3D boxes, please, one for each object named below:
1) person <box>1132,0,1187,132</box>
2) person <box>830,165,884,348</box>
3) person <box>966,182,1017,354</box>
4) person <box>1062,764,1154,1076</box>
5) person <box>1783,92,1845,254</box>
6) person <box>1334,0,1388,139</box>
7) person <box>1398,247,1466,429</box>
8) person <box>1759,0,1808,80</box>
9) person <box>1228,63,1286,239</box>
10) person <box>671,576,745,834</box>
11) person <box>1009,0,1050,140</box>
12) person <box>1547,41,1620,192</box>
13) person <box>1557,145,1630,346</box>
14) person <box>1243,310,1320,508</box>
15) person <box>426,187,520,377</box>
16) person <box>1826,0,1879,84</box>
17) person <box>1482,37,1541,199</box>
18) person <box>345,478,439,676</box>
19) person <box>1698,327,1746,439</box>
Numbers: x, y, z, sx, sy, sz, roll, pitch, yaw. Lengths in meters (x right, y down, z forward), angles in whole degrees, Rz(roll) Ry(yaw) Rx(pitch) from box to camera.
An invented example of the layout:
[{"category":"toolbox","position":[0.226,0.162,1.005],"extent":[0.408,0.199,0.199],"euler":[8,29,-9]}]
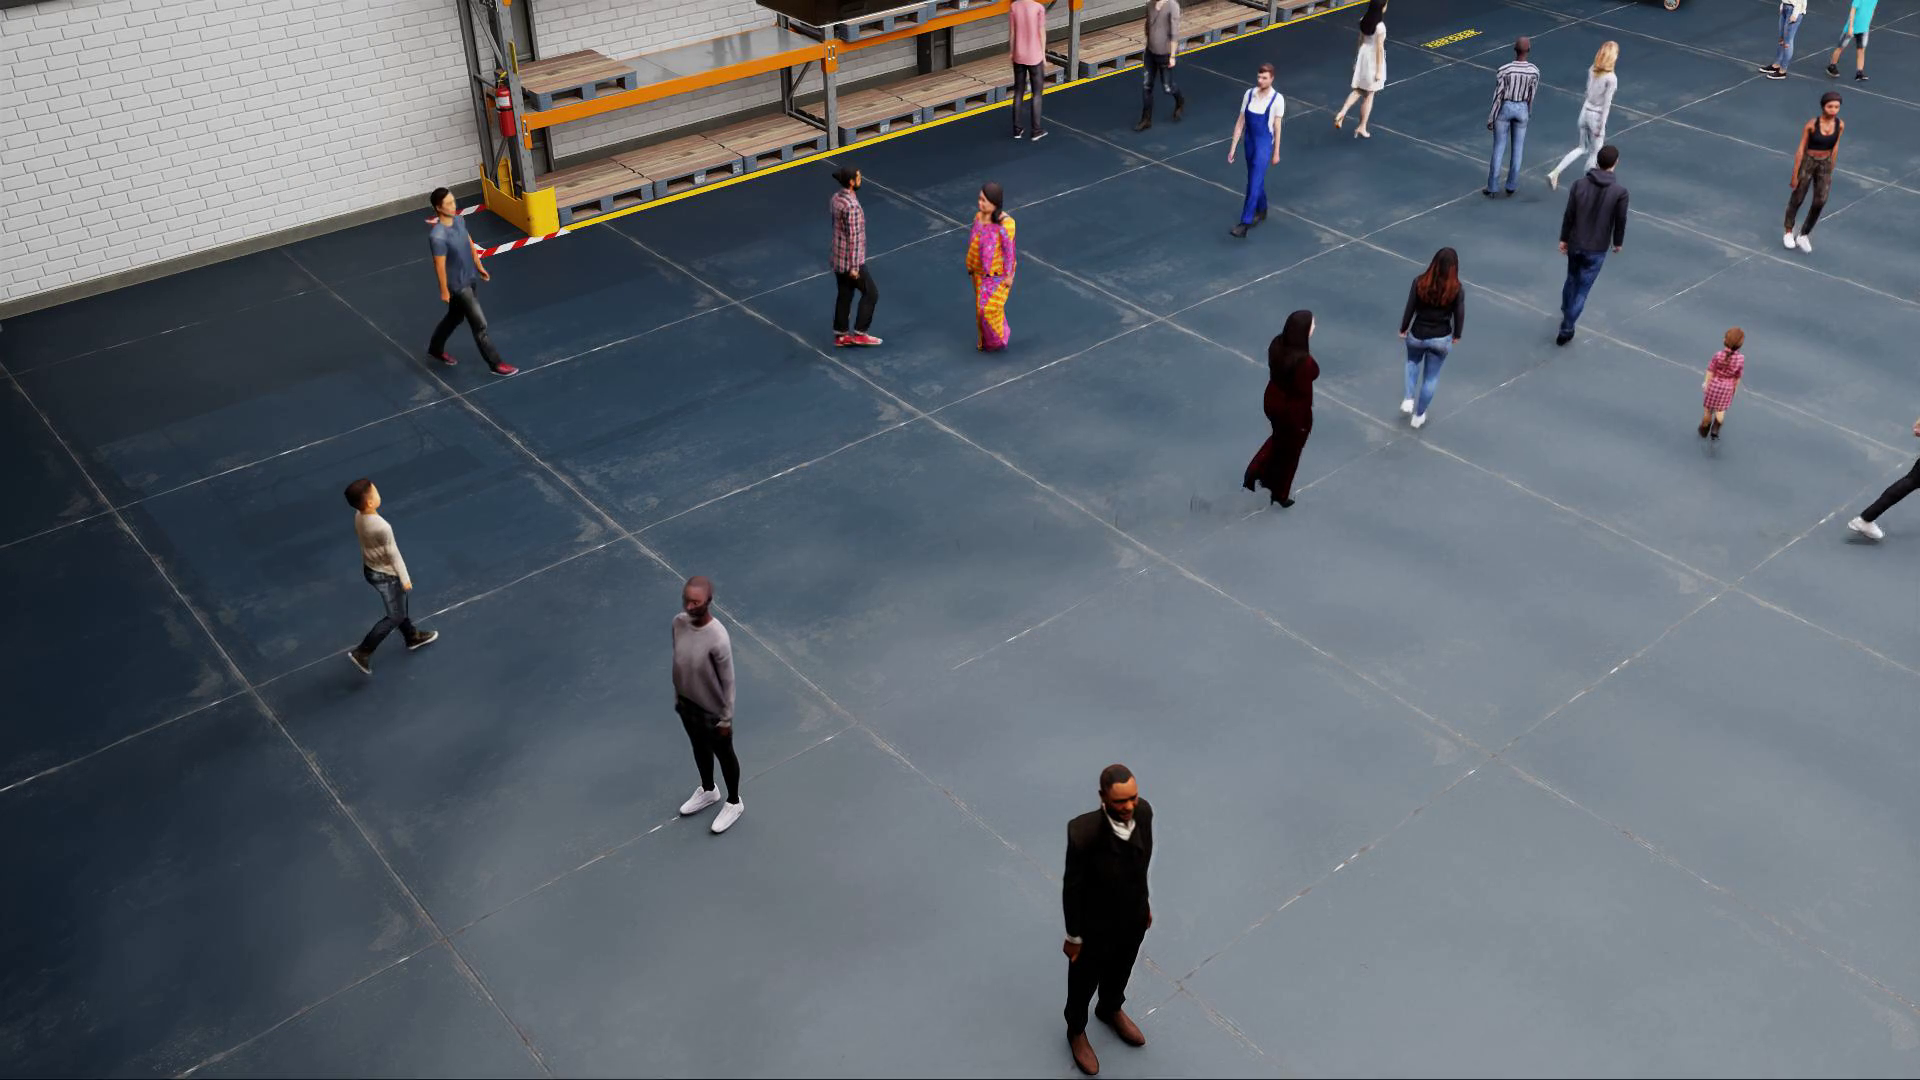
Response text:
[{"category":"person","position":[2.503,-5.965,20.325],"extent":[0.761,1.885,1.091],"euler":[28,43,35]},{"category":"person","position":[-1.097,-2.583,15.364],"extent":[0.745,1.745,0.768],"euler":[-14,36,-20]},{"category":"person","position":[0.344,-2.519,15.347],"extent":[0.693,1.657,0.637],"euler":[-25,41,-33]},{"category":"person","position":[0.753,1.891,8.488],"extent":[0.577,1.905,0.765],"euler":[-20,39,-28]},{"category":"person","position":[8.871,-3.887,17.378],"extent":[0.778,1.687,0.838],"euler":[3,34,4]},{"category":"person","position":[4.826,-5.639,19.945],"extent":[0.944,1.763,0.750],"euler":[-15,37,-22]},{"category":"person","position":[3.978,-1.687,14.125],"extent":[0.767,1.624,0.774],"euler":[13,36,19]},{"category":"person","position":[11.026,-6.992,22.043],"extent":[0.757,1.693,0.700],"euler":[2,34,3]},{"category":"person","position":[3.225,-4.197,17.734],"extent":[0.764,1.808,1.178],"euler":[26,41,33]},{"category":"person","position":[-1.517,0.968,9.998],"extent":[0.661,1.769,0.606],"euler":[23,40,31]},{"category":"person","position":[0.804,-5.805,20.018],"extent":[0.740,1.958,0.739],"euler":[12,35,17]},{"category":"person","position":[6.908,-4.607,18.379],"extent":[0.999,1.778,0.797],"euler":[-9,35,-13]},{"category":"person","position":[5.778,-2.681,15.411],"extent":[0.818,1.855,1.057],"euler":[22,40,30]},{"category":"person","position":[2.477,-0.996,12.973],"extent":[0.849,1.747,0.811],"euler":[-11,35,-15]},{"category":"person","position":[-4.580,-2.312,14.931],"extent":[1.197,1.773,1.163],"euler":[5,34,7]},{"category":"person","position":[11.843,-6.820,22.039],"extent":[0.949,1.412,0.930],"euler":[-3,34,-4]},{"category":"person","position":[6.129,-4.683,18.478],"extent":[0.687,1.794,0.756],"euler":[2,34,3]},{"category":"person","position":[-3.979,0.263,11.350],"extent":[0.592,1.448,0.928],"euler":[28,43,35]},{"category":"person","position":[6.453,-1.307,14.101],"extent":[0.538,1.018,0.600],"euler":[7,34,11]}]
